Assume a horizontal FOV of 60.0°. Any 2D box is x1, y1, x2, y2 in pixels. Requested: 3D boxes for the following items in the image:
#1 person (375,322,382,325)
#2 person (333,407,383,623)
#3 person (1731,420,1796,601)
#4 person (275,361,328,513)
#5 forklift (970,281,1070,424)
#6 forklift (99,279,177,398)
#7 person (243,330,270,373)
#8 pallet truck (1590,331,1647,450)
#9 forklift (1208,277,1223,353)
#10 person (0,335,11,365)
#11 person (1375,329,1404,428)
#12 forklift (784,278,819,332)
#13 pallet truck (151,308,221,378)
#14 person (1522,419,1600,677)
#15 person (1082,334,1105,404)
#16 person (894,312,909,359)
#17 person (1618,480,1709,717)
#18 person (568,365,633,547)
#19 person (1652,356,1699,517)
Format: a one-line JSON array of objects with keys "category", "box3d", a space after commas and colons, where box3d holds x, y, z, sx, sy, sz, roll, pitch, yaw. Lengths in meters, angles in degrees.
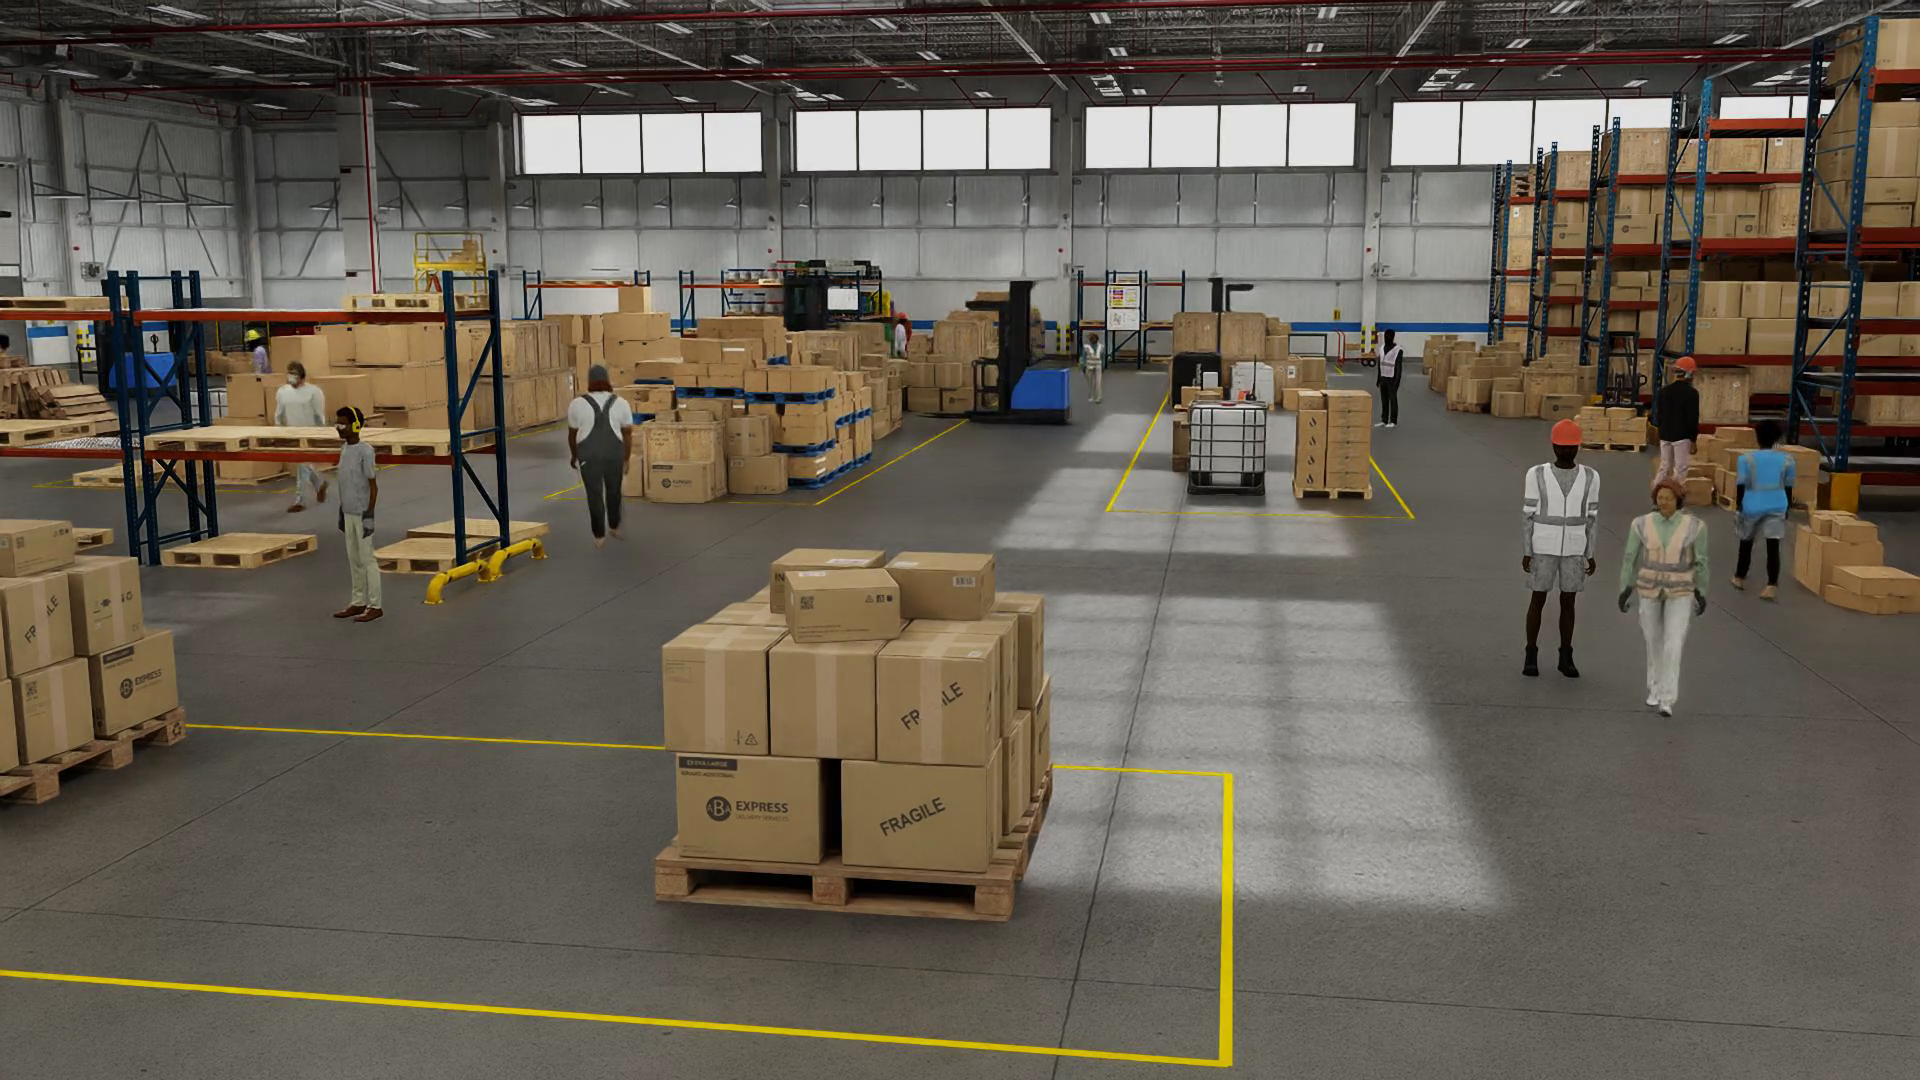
[{"category": "person", "box3d": [-12.862, -3.891, 36.984, 0.650, 1.886, 1.015, 0, 9, 1]}, {"category": "person", "box3d": [-5.234, -0.222, 14.392, 0.508, 1.872, 0.329, 8, 12, 39]}, {"category": "person", "box3d": [7.444, -0.283, 15.422, 0.548, 1.649, 0.892, 1, 9, 9]}, {"category": "person", "box3d": [-8.337, -1.338, 21.165, 0.639, 1.903, 0.949, 2, 9, 12]}, {"category": "forklift", "box3d": [1.214, -3.752, 33.057, 1.873, 2.768, 1.129, 2, 9, 10]}, {"category": "forklift", "box3d": [-19.606, -4.720, 39.027, 1.873, 2.768, 1.129, 1, 9, 9]}, {"category": "person", "box3d": [-13.470, -3.086, 31.988, 0.531, 1.890, 0.658, -4, 10, -24]}, {"category": "pallet truck", "box3d": [11.253, -2.573, 28.499, 0.823, 1.965, 1.885, 5, 10, 27]}, {"category": "forklift", "box3d": [7.451, -6.244, 48.422, 1.873, 2.768, 1.129, 1, 9, 9]}, {"category": "person", "box3d": [-20.126, -3.506, 35.269, 0.829, 1.653, 0.546, -5, 11, -29]}, {"category": "person", "box3d": [8.303, -3.117, 32.133, 0.397, 1.911, 0.587, -5, 11, -29]}, {"category": "forklift", "box3d": [-4.043, -5.283, 42.498, 1.129, 2.768, 1.873, 7, 11, 36]}, {"category": "pallet truck", "box3d": [-21.869, -5.598, 47.154, 0.823, 1.965, 1.885, 4, 10, 26]}, {"category": "person", "box3d": [4.473, 0.065, 12.409, 0.543, 1.939, 0.360, 1, 9, 8]}, {"category": "person", "box3d": [3.059, -3.934, 38.143, 0.536, 1.592, 0.875, -1, 9, -5]}, {"category": "person", "box3d": [-1.693, -5.321, 45.769, 0.970, 1.904, 0.539, -2, 9, -11]}, {"category": "person", "box3d": [4.773, 0.400, 11.342, 0.550, 1.600, 0.805, 6, 11, 32]}, {"category": "person", "box3d": [-4.016, -0.980, 18.542, 0.696, 2.000, 1.040, -3, 10, -18]}, {"category": "person", "box3d": [8.845, -1.263, 20.476, 0.403, 1.986, 0.613, -3, 10, -20]}]
